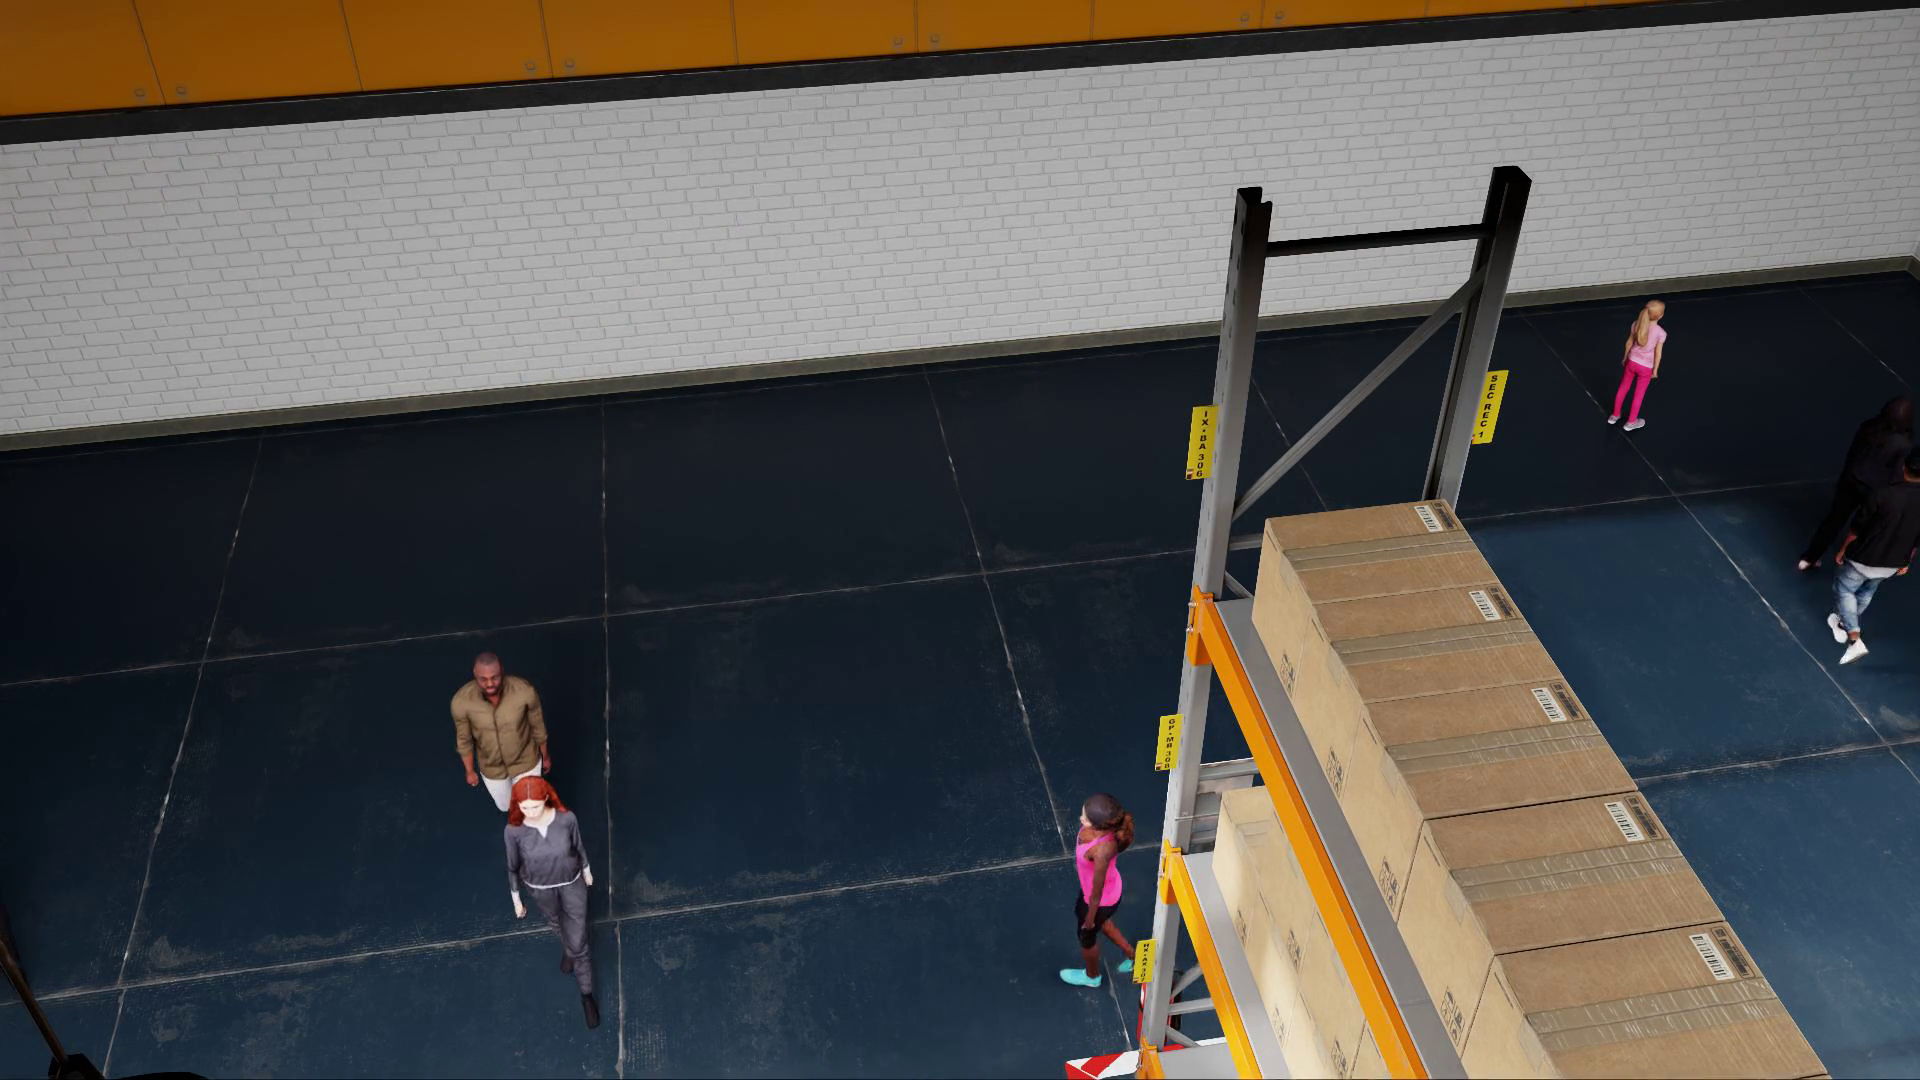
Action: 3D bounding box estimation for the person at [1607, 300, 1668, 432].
[{"bbox_3d":[5.983,-1.555,14.629,0.639,1.270,0.567,-29,47,-31],"label":"person"}]

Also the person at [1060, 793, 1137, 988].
[{"bbox_3d":[0.899,2.085,9.720,0.799,1.709,0.801,8,39,10],"label":"person"}]

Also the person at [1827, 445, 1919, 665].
[{"bbox_3d":[6.682,0.155,12.076,0.845,1.784,1.049,3,39,4],"label":"person"}]

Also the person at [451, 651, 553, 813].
[{"bbox_3d":[-2.865,1.360,10.557,0.738,1.798,1.044,-8,39,-9],"label":"person"}]

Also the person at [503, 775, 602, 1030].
[{"bbox_3d":[-2.401,1.970,9.831,0.590,1.750,0.942,-7,39,-8],"label":"person"}]

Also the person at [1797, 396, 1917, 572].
[{"bbox_3d":[6.978,-0.383,12.915,0.990,1.578,1.138,-21,43,-24],"label":"person"}]
